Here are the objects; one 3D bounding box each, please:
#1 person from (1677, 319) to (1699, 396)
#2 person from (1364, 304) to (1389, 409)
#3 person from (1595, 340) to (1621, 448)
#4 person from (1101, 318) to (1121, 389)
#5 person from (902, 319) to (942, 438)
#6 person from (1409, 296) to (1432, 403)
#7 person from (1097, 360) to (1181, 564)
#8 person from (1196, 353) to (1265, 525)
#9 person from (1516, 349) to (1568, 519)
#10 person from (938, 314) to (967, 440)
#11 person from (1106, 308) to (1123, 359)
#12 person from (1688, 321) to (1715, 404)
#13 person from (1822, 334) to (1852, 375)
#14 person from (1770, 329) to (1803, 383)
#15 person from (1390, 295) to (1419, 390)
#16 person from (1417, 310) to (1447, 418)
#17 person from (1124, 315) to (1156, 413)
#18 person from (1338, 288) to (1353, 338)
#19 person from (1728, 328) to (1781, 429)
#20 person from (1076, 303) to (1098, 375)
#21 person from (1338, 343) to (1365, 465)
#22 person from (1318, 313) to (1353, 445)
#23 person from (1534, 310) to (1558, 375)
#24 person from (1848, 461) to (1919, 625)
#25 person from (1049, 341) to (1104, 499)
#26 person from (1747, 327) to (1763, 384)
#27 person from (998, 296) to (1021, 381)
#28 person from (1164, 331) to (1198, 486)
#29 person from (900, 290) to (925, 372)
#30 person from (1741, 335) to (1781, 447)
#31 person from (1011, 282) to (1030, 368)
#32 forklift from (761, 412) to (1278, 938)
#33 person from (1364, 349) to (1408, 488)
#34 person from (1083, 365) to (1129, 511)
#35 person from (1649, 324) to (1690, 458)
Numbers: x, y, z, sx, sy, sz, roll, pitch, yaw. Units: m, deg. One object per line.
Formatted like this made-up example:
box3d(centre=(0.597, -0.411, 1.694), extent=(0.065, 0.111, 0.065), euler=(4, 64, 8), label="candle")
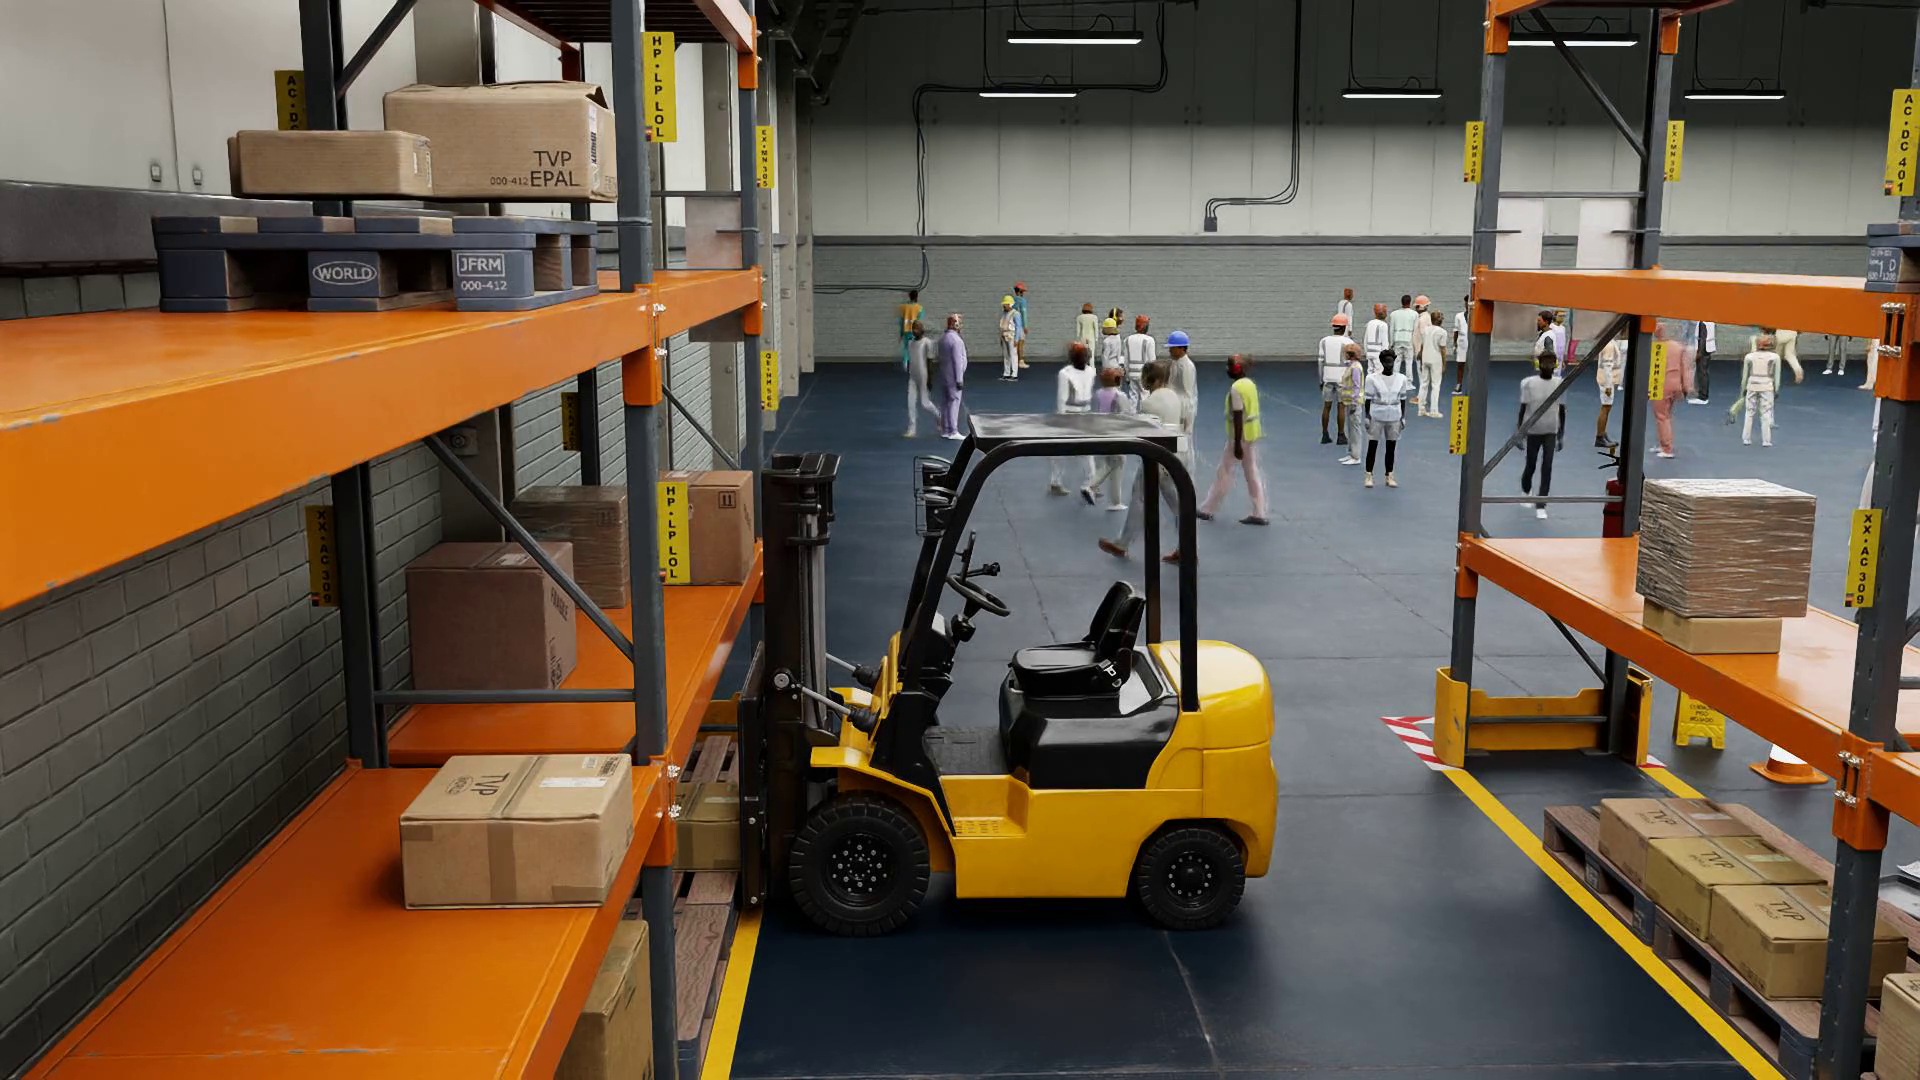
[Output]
box3d(centre=(14.194, -3.751, 32.239), extent=(0.636, 1.938, 0.354), euler=(-6, 12, -29), label="person")
box3d(centre=(7.437, -3.259, 29.652), extent=(0.340, 1.882, 0.585), euler=(-4, 11, -22), label="person")
box3d(centre=(9.482, -2.301, 24.222), extent=(0.391, 1.923, 0.549), euler=(5, 11, 24), label="person")
box3d(centre=(2.463, -2.776, 27.384), extent=(0.315, 1.736, 0.486), euler=(6, 12, 31), label="person")
box3d(centre=(-0.579, -2.473, 25.443), extent=(0.513, 1.823, 0.725), euler=(9, 13, 40), label="person")
box3d(centre=(8.548, -3.526, 30.832), extent=(0.389, 1.990, 0.625), euler=(4, 11, 20), label="person")
box3d(centre=(1.781, -0.725, 15.504), extent=(0.987, 1.886, 0.644), euler=(8, 13, 38), label="person")
box3d(centre=(2.855, -1.072, 17.658), extent=(0.925, 1.805, 0.601), euler=(6, 12, 29), label="person")
box3d(centre=(6.330, -1.173, 18.135), extent=(0.531, 1.851, 0.627), euler=(2, 10, 9), label="person")
box3d(centre=(-0.092, -2.467, 25.204), extent=(0.399, 1.900, 0.644), euler=(-4, 11, -21), label="person")
box3d(centre=(2.602, -2.977, 28.127), extent=(0.310, 1.868, 0.532), euler=(1, 10, 4), label="person")
box3d(centre=(13.744, -3.468, 30.737), extent=(0.377, 1.911, 0.597), euler=(7, 12, 35), label="person")
box3d(centre=(19.785, -4.674, 37.423), extent=(0.384, 1.923, 0.590), euler=(-10, 14, -43), label="person")
box3d(centre=(17.226, -4.244, 34.700), extent=(0.706, 2.000, 0.816), euler=(-2, 10, -11), label="person")
box3d(centre=(9.007, -4.008, 33.725), extent=(0.587, 1.920, 0.390), euler=(6, 12, 31), label="person")
box3d(centre=(8.027, -2.980, 28.247), extent=(0.339, 1.839, 0.512), euler=(-9, 13, -40), label="person")
box3d(centre=(2.731, -2.443, 25.110), extent=(0.573, 1.883, 0.356), euler=(10, 14, 43), label="person")
box3d(centre=(9.233, -5.082, 39.839), extent=(0.369, 1.878, 0.584), euler=(-2, 10, -14), label="person")
box3d(centre=(12.858, -2.710, 26.786), extent=(0.579, 1.819, 0.790), euler=(-5, 11, -26), label="person")
box3d(centre=(2.850, -4.493, 37.230), extent=(0.498, 1.632, 0.285), euler=(3, 11, 16), label="person")
box3d(centre=(5.279, -1.824, 22.350), extent=(0.315, 1.636, 0.514), euler=(1, 10, 6), label="person")
box3d(centre=(5.576, -2.377, 24.590), extent=(0.552, 1.935, 0.367), euler=(8, 13, 38), label="person")
box3d(centre=(9.147, -2.629, 26.045), extent=(0.391, 1.920, 0.593), euler=(2, 10, 11), label="person")
box3d(centre=(6.137, 0.109, 11.039), extent=(0.389, 1.837, 0.560), euler=(1, 10, 8), label="person")
box3d(centre=(1.362, -1.388, 19.329), extent=(0.606, 1.834, 0.963), euler=(-7, 12, -34), label="person")
box3d(centre=(16.598, -4.112, 34.550), extent=(0.355, 1.834, 0.524), euler=(6, 12, 29), label="person")
box3d(centre=(1.052, -4.340, 35.820), extent=(0.404, 1.829, 0.600), euler=(-7, 12, -33), label="person")
box3d(centre=(2.610, -1.512, 19.783), extent=(0.424, 1.938, 0.604), euler=(-1, 10, -7), label="person")
box3d(centre=(-1.072, -4.722, 37.755), extent=(0.614, 1.899, 0.446), euler=(4, 11, 24), label="person")
box3d(centre=(11.719, -2.181, 24.363), extent=(0.519, 1.633, 0.314), euler=(9, 13, 40), label="person")
box3d(centre=(1.403, -5.087, 39.421), extent=(0.384, 2.035, 0.605), euler=(-8, 13, -39), label="person")
box3d(centre=(0.291, 0.548, 7.580), extent=(2.313, 2.155, 1.214), euler=(0, 10, -2), label="forklift")
box3d(centre=(5.173, -1.469, 20.247), extent=(0.537, 1.680, 0.321), euler=(0, 10, -2), label="person")
box3d(centre=(1.662, -1.115, 18.429), extent=(0.435, 1.627, 0.520), euler=(-6, 12, -30), label="person")
box3d(centre=(9.763, -2.079, 23.188), extent=(0.668, 1.846, 0.774), euler=(-4, 11, -20), label="person")
